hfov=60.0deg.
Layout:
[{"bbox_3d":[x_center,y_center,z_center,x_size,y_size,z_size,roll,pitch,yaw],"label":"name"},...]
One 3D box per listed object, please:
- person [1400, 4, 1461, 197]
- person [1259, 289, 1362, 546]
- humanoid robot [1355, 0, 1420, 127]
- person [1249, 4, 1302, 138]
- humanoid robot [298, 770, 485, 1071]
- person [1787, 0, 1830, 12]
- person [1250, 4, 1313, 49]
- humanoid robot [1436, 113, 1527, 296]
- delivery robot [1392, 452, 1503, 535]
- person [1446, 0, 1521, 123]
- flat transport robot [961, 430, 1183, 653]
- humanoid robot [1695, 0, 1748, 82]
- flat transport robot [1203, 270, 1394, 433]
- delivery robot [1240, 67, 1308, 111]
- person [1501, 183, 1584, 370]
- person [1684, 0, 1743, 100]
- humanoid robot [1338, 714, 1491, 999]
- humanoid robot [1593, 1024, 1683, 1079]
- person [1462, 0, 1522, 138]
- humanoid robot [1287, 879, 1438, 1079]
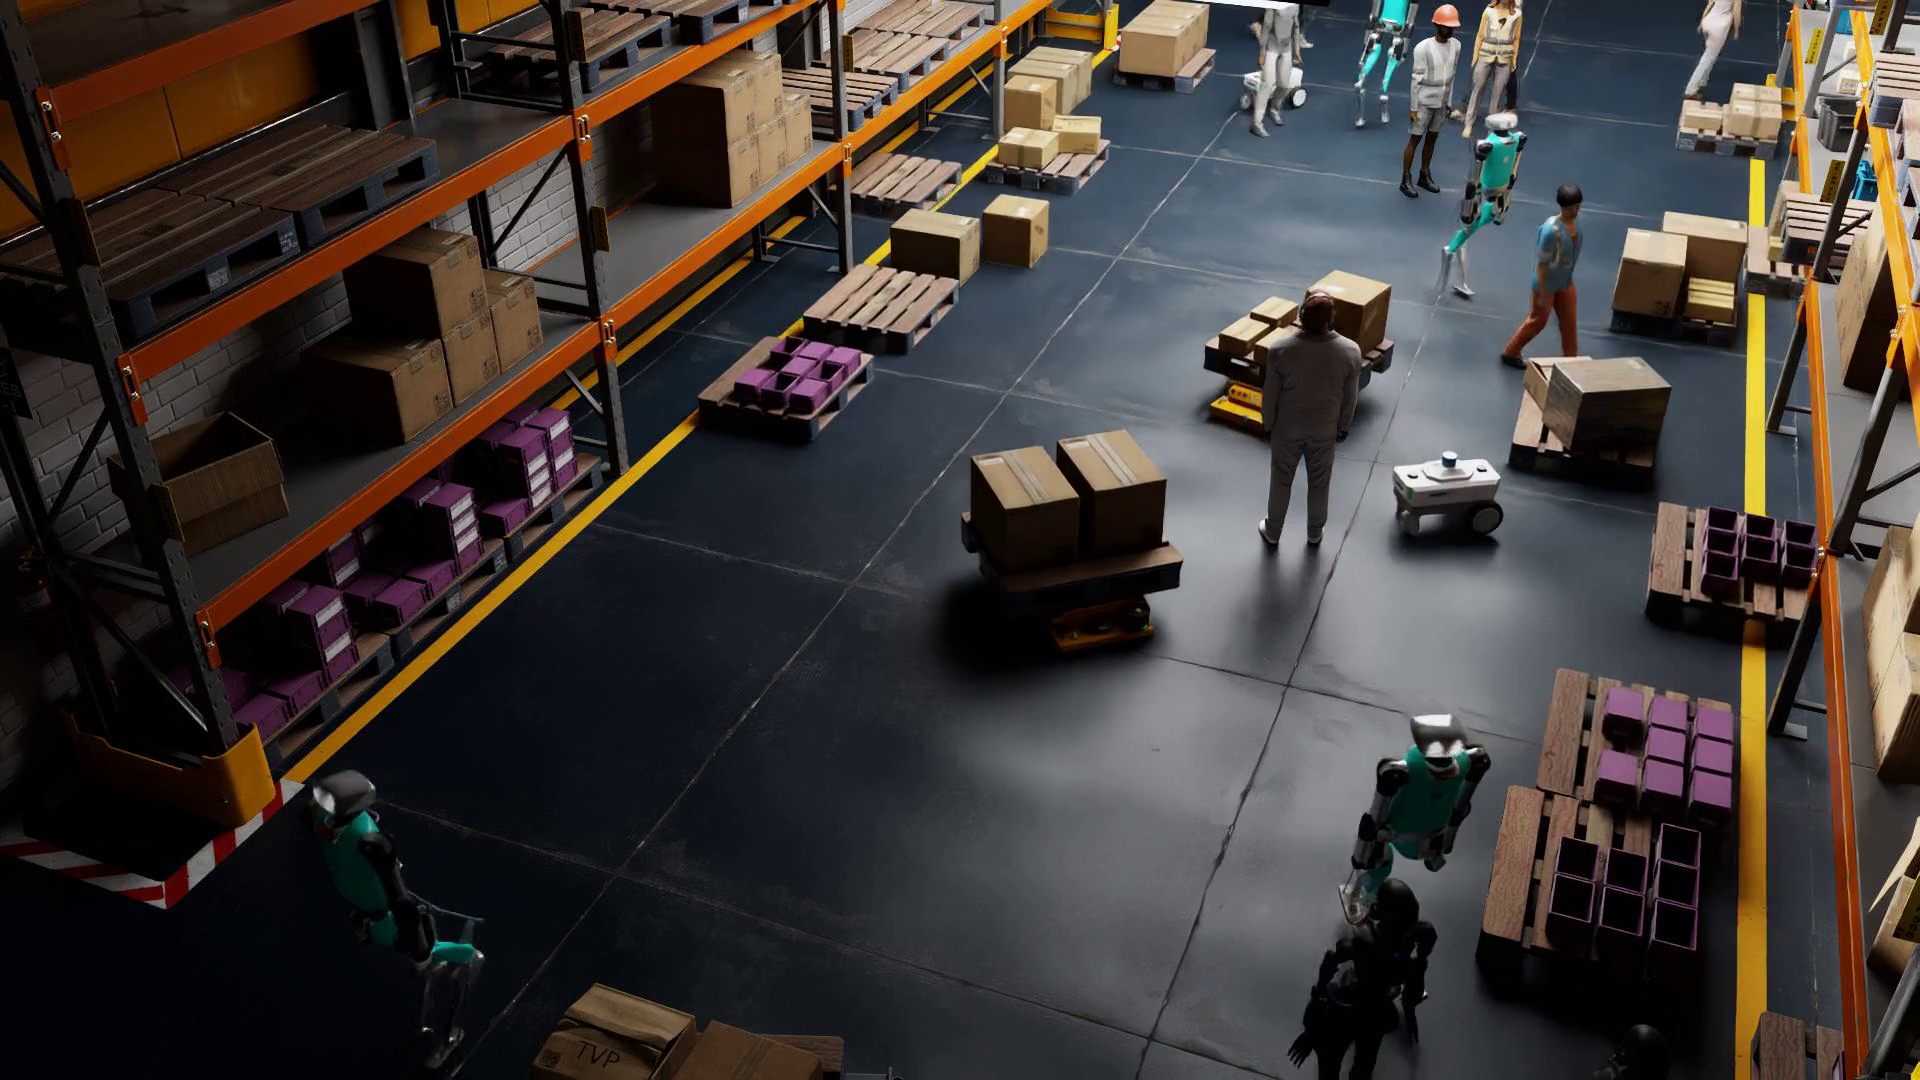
[{"bbox_3d":[4.827,-4.485,16.994,0.544,1.942,0.348,-15,36,-22],"label":"person"},{"bbox_3d":[2.357,-0.818,11.347,0.641,1.913,0.413,1,33,2],"label":"person"},{"bbox_3d":[4.758,-5.482,18.743,0.562,1.787,0.885,16,36,23],"label":"humanoid robot"},{"bbox_3d":[3.532,-5.517,18.658,0.594,1.872,0.505,-19,37,-27],"label":"person"},{"bbox_3d":[-2.495,1.691,7.621,0.549,1.802,0.672,20,38,28],"label":"humanoid robot"},{"bbox_3d":[11.926,-8.243,23.012,0.578,1.717,0.759,-6,33,-9],"label":"person"},{"bbox_3d":[4.216,-7.222,21.485,0.828,1.657,0.527,10,34,16],"label":"person"},{"bbox_3d":[4.552,-2.955,14.900,0.536,1.885,0.744,-17,36,-24],"label":"humanoid robot"},{"bbox_3d":[3.471,-0.354,11.869,0.759,0.587,0.505,-6,33,-8],"label":"delivery robot"},{"bbox_3d":[6.097,-5.632,18.918,1.014,1.782,0.530,-14,36,-21],"label":"person"},{"bbox_3d":[0.728,0.242,11.216,0.659,0.231,1.431,-10,34,-15],"label":"flat transport robot"},{"bbox_3d":[9.321,-6.458,20.309,0.599,1.633,0.706,24,40,32],"label":"humanoid robot"},{"bbox_3d":[2.689,-1.277,13.567,0.659,0.231,1.431,23,39,31],"label":"flat transport robot"},{"bbox_3d":[3.702,-5.363,19.626,0.774,0.592,0.499,-20,38,-28],"label":"delivery robot"},{"bbox_3d":[4.851,-2.076,13.477,0.536,1.717,0.831,-19,37,-26],"label":"person"},{"bbox_3d":[8.995,-6.027,19.655,0.641,1.628,0.452,-9,34,-14],"label":"person"},{"bbox_3d":[2.083,1.385,8.102,0.530,1.701,1.055,-7,34,-11],"label":"humanoid robot"},{"bbox_3d":[2.478,2.467,6.493,0.595,1.639,0.626,-3,33,-5],"label":"humanoid robot"},{"bbox_3d":[5.932,-5.327,18.445,0.481,1.775,0.325,7,34,11],"label":"person"},{"bbox_3d":[1.709,2.051,7.136,0.607,1.647,0.358,-11,34,-16],"label":"humanoid robot"}]
